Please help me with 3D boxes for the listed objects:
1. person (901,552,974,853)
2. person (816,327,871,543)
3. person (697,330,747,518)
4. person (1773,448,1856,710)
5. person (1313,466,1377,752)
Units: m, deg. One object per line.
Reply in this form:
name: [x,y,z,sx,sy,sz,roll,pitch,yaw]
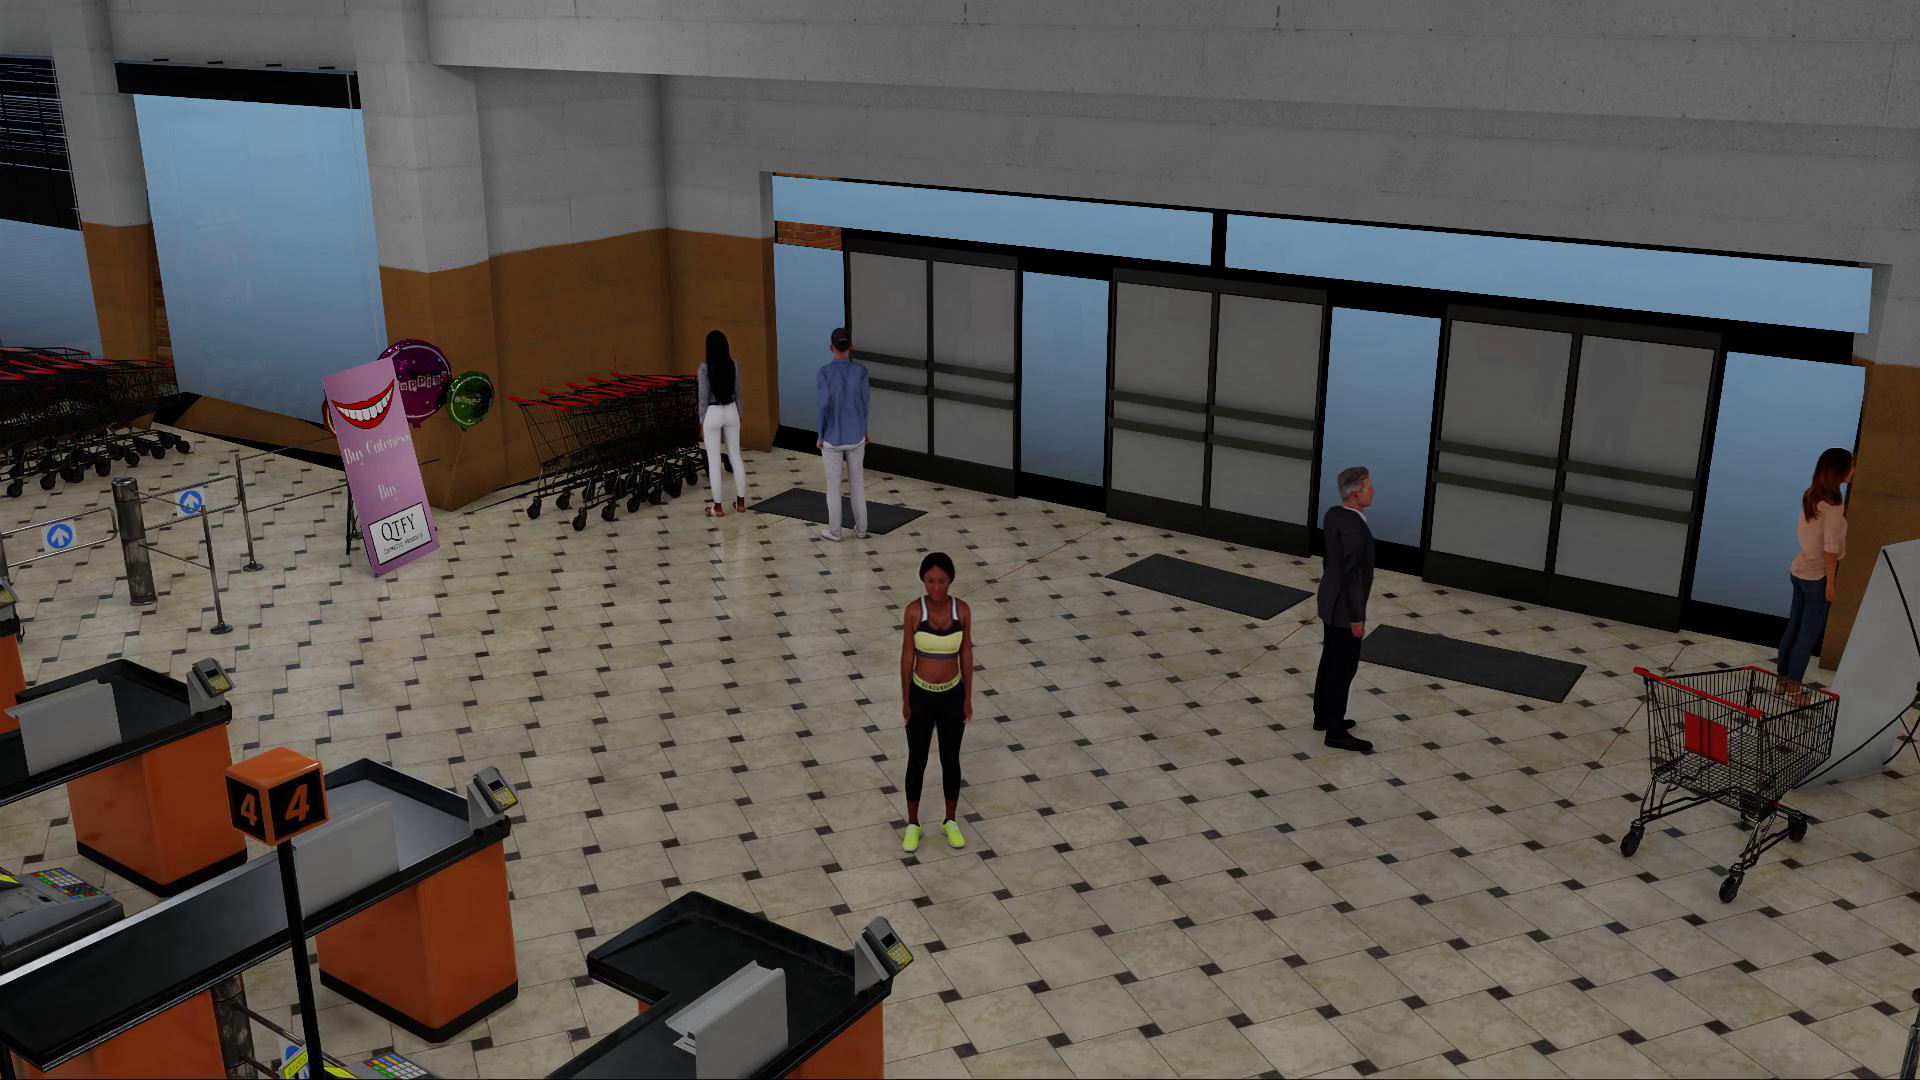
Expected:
person: [-0.135,0.891,9.310,0.637,1.754,0.687,-2,19,-6]
person: [-1.021,-0.917,14.461,0.681,1.888,0.802,-8,20,-23]
person: [-2.182,-1.074,15.183,0.589,1.724,0.722,-11,22,-30]
person: [5.730,0.243,11.171,0.728,1.792,0.619,2,19,5]
person: [2.454,0.408,10.602,0.873,1.842,0.775,0,19,-1]
